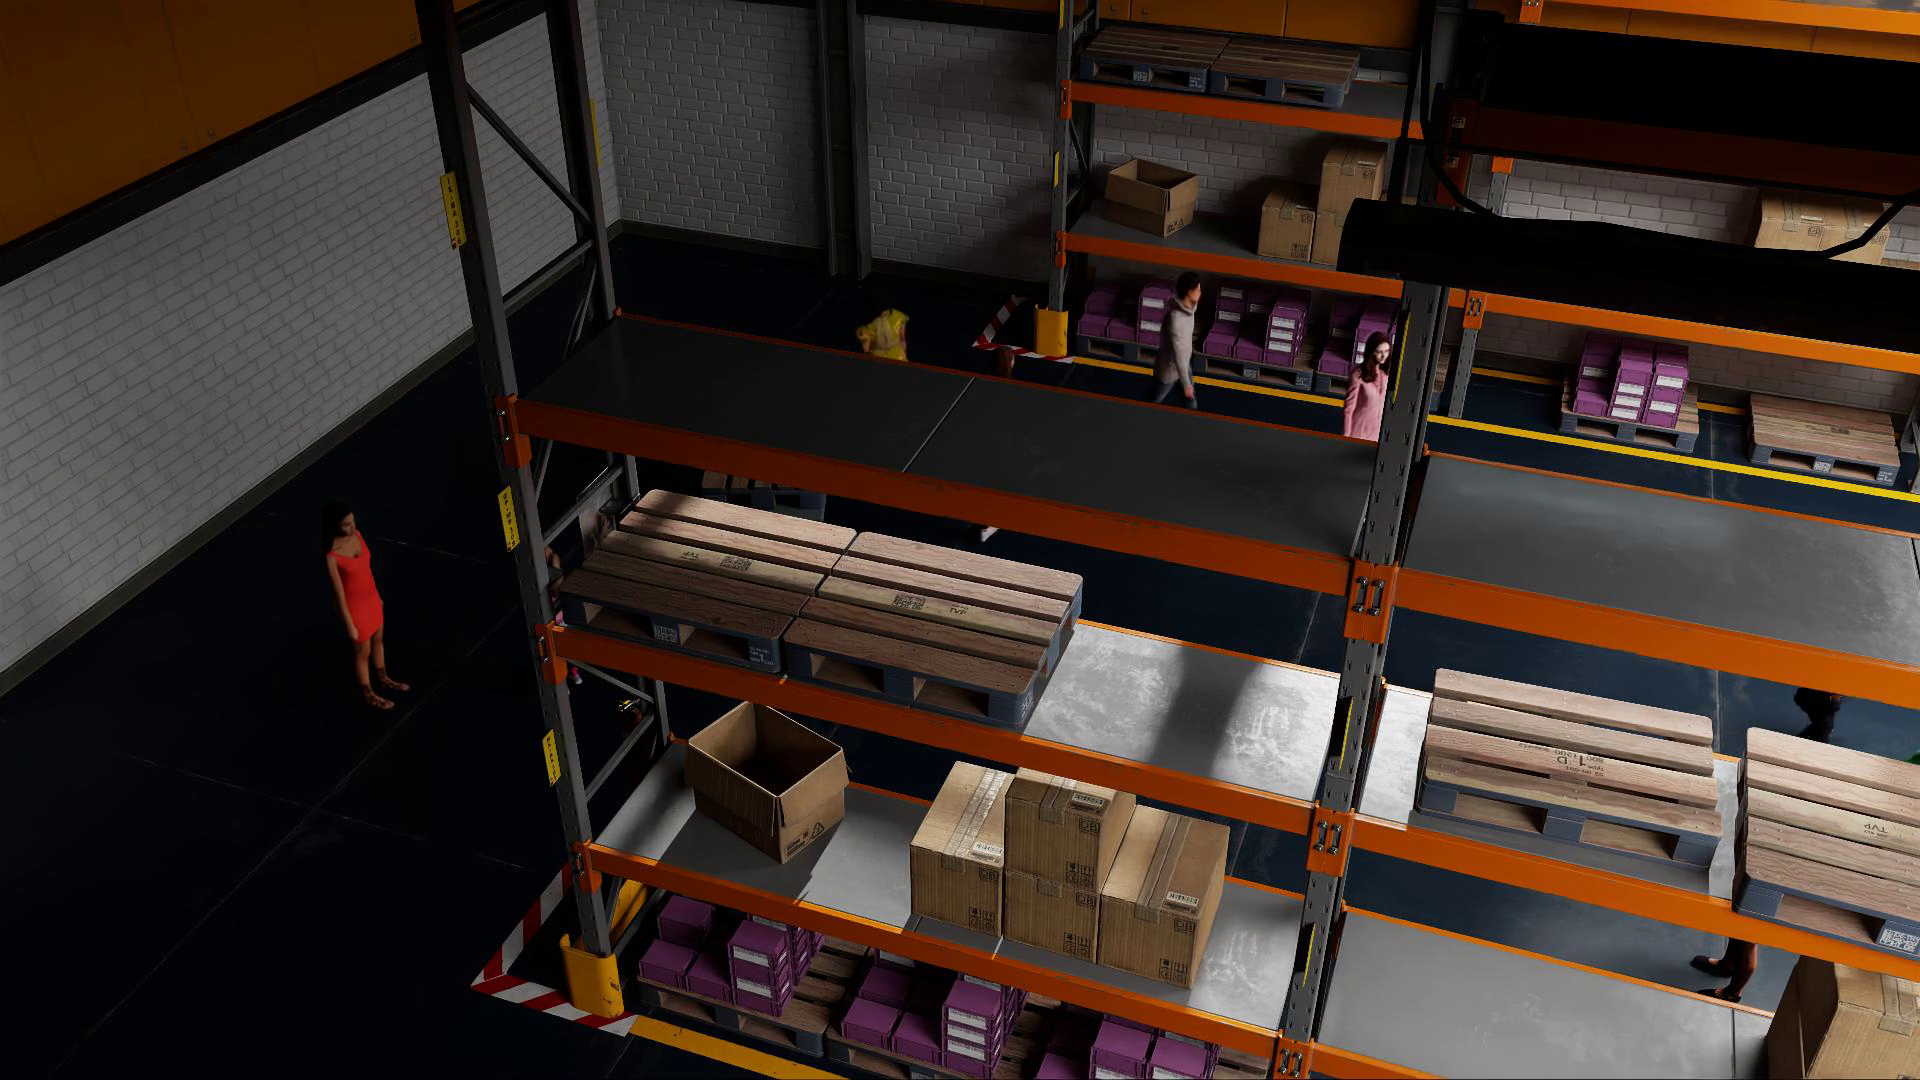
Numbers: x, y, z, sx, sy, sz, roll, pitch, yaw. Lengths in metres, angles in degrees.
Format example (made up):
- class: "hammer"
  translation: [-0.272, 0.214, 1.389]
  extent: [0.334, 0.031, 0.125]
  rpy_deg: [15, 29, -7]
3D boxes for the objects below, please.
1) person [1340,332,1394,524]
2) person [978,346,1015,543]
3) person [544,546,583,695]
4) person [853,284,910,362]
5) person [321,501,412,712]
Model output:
- class: "person"
  translation: [3.350, -0.915, 13.827]
  extent: [0.691, 1.801, 0.737]
  rpy_deg: [-17, 37, -23]
- class: "person"
  translation: [0.243, -0.748, 13.650]
  extent: [0.806, 1.718, 0.750]
  rpy_deg: [20, 39, 27]
- class: "person"
  translation: [-2.949, 0.562, 12.084]
  extent: [0.507, 1.271, 0.490]
  rpy_deg: [12, 36, 18]
- class: "person"
  translation: [-0.650, -1.479, 14.819]
  extent: [1.006, 1.643, 1.073]
  rpy_deg: [-16, 37, -22]
- class: "person"
  translation: [-4.292, 0.460, 11.832]
  extent: [0.585, 1.720, 0.617]
  rpy_deg: [6, 34, 9]
